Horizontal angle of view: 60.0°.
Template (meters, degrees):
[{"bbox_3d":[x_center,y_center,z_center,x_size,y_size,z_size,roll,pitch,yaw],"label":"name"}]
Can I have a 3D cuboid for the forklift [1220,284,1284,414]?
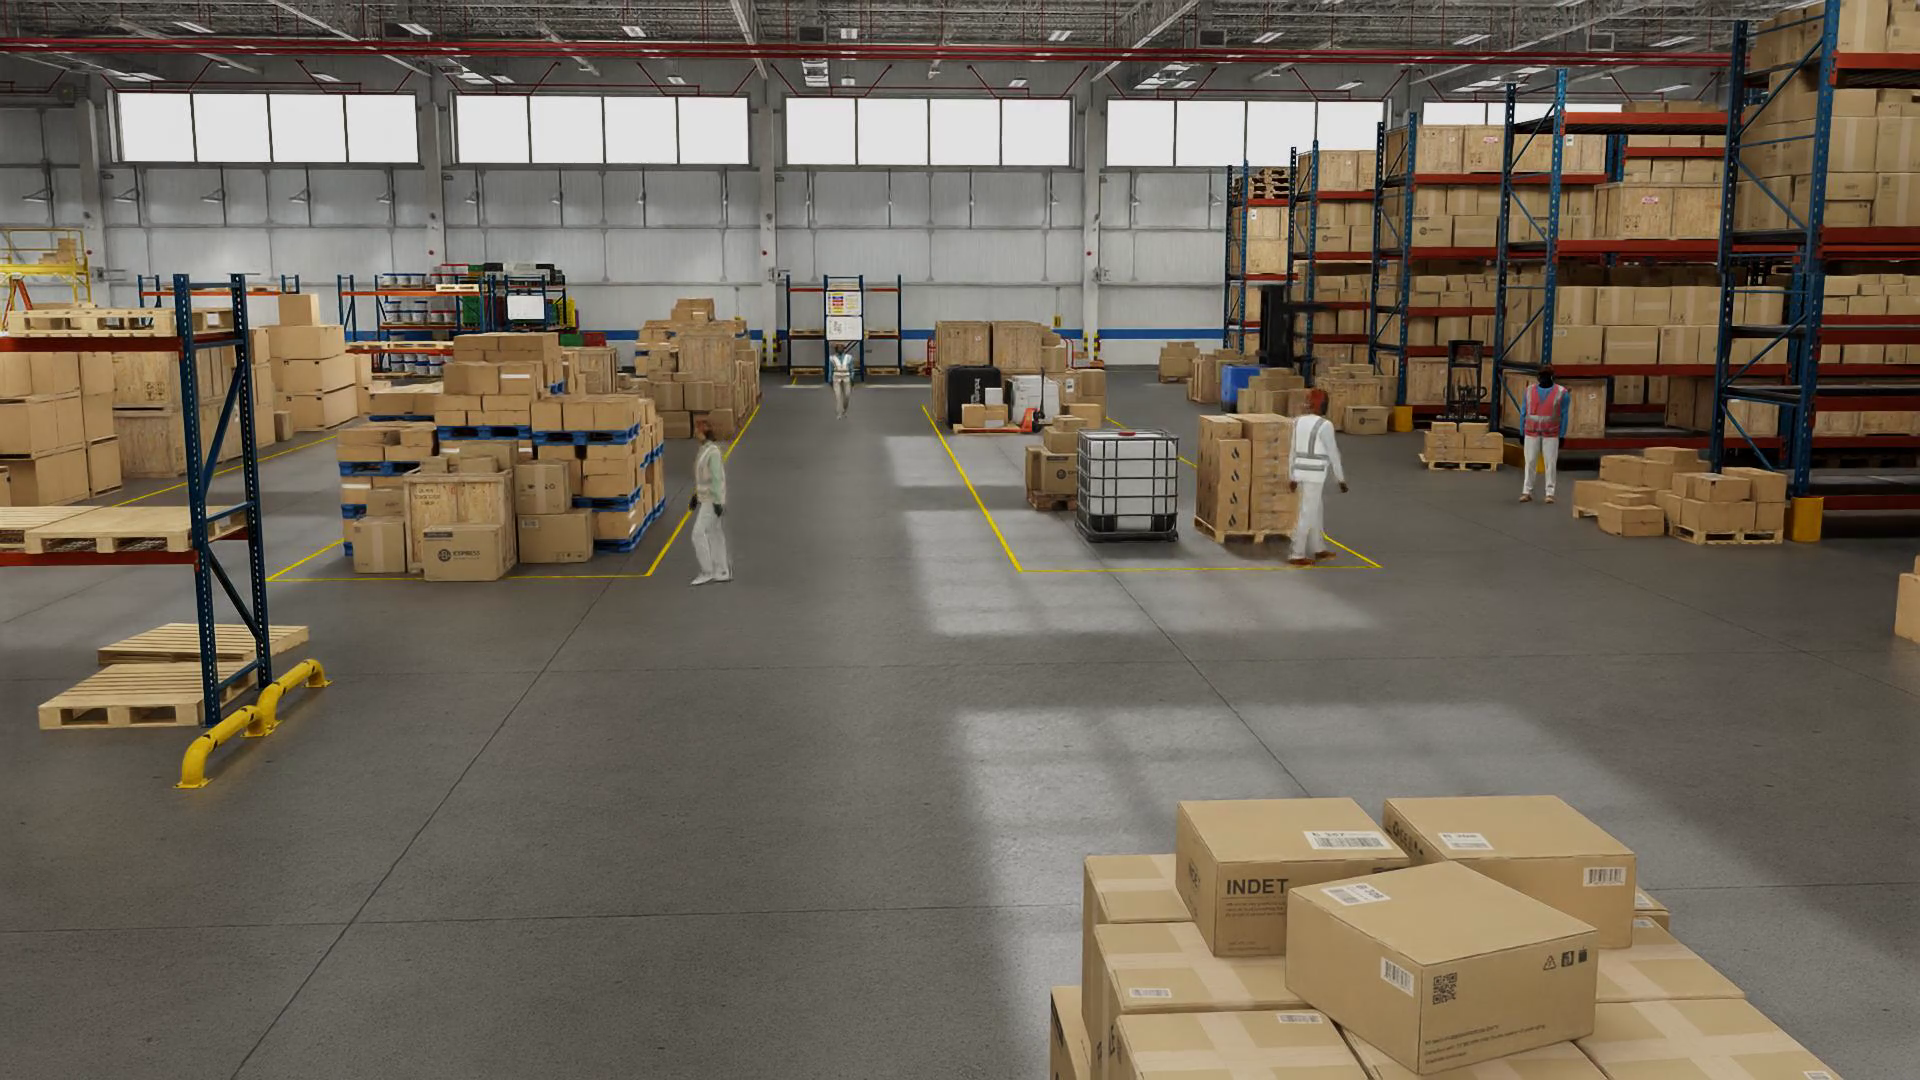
[{"bbox_3d":[6.623,-4.075,35.615,1.873,2.768,1.129,-1,9,-4],"label":"forklift"}]

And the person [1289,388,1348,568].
[{"bbox_3d":[3.751,-0.639,17.243,0.821,1.851,0.571,-4,10,-22],"label":"person"}]

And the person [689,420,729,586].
[{"bbox_3d":[-2.509,-0.366,16.252,0.553,1.619,0.532,-3,10,-18],"label":"person"}]

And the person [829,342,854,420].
[{"bbox_3d":[-2.489,-3.337,34.901,0.537,1.625,0.374,-2,9,-11],"label":"person"}]

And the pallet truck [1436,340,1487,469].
[{"bbox_3d":[8.004,-2.170,26.422,0.823,1.965,1.885,2,9,14],"label":"pallet truck"}]

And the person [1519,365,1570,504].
[{"bbox_3d":[7.737,-1.402,22.090,0.626,1.844,0.429,5,10,30],"label":"person"}]
